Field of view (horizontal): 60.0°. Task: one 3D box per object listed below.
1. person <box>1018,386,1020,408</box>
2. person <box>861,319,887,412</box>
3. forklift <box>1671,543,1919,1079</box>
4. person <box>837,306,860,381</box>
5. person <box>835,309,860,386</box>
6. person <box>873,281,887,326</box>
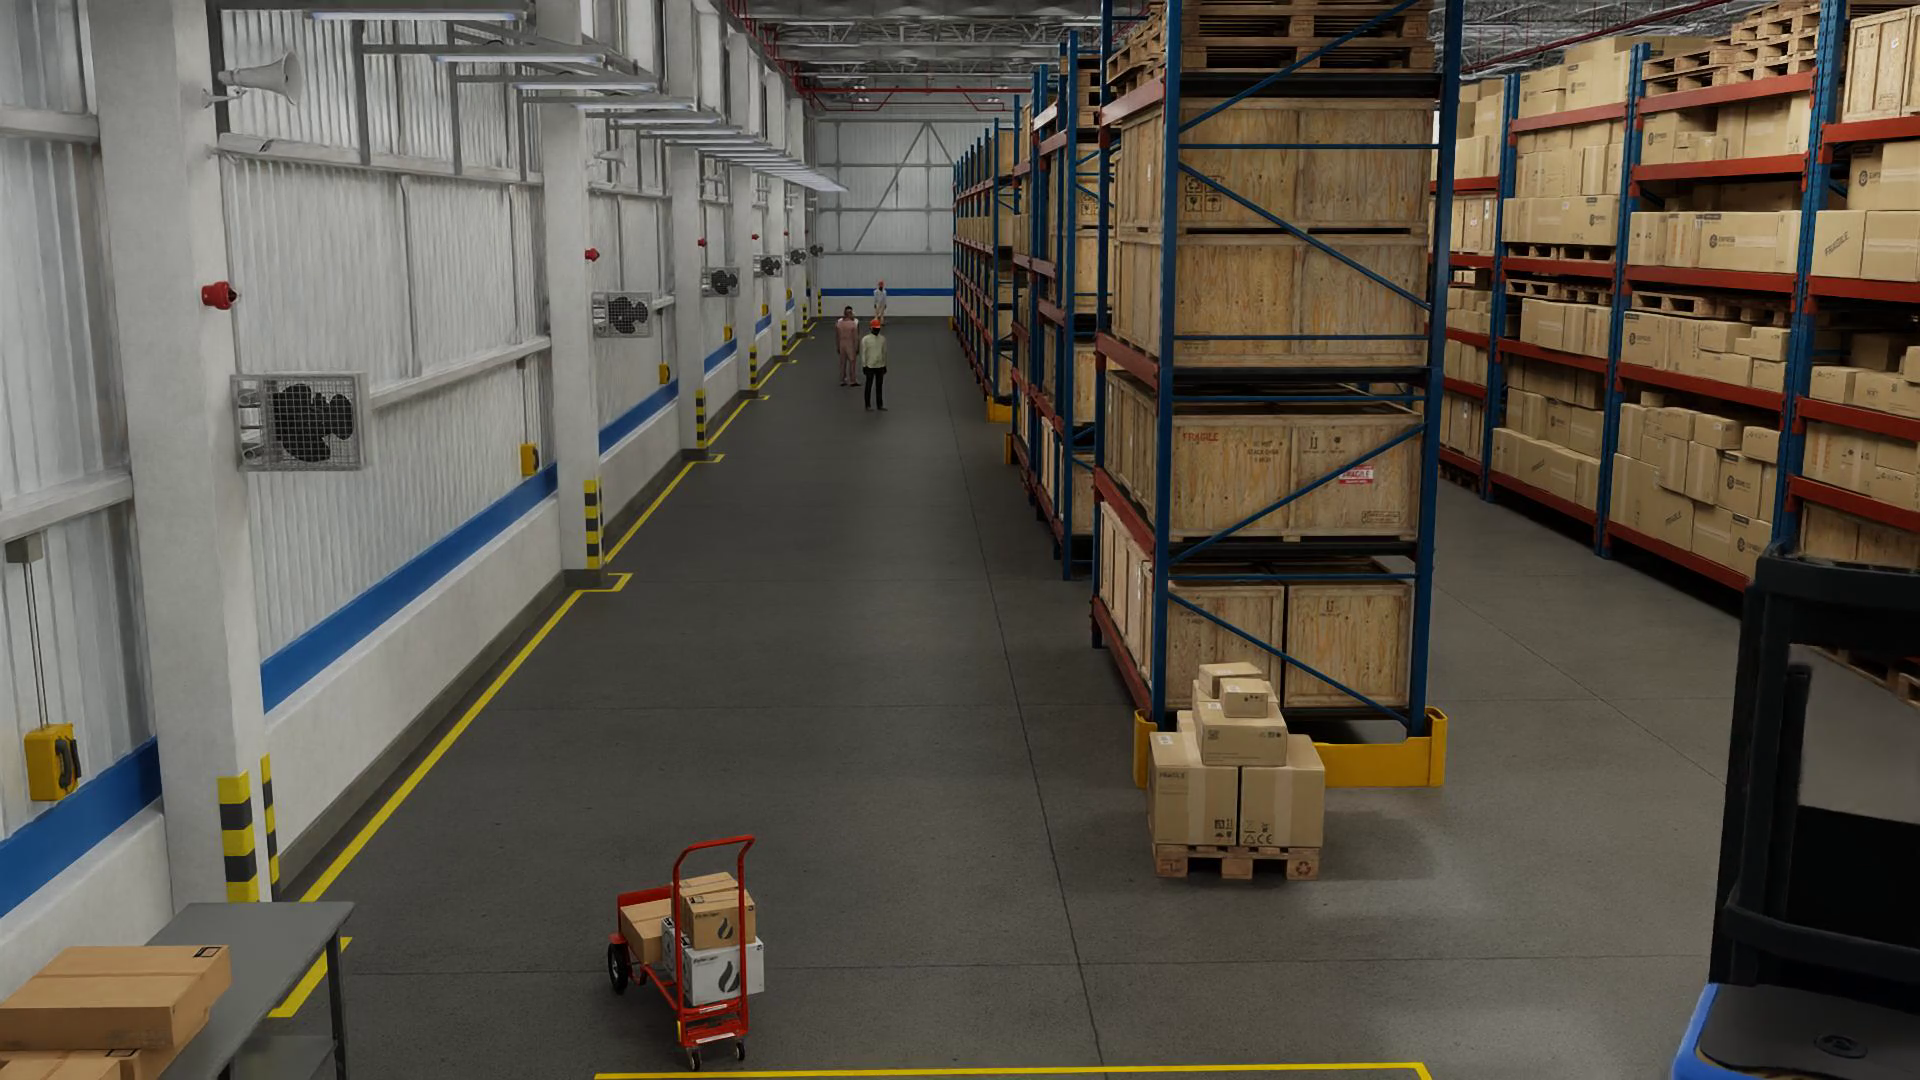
[{"bbox_3d":[1.277,-2.436,29.231,0.624,1.845,0.430,9,14,39],"label":"person"},{"bbox_3d":[-1.826,-3.745,35.671,0.618,1.985,0.404,-7,13,-34],"label":"person"},{"bbox_3d":[3.453,1.437,6.371,1.129,2.768,1.873,7,13,31],"label":"forklift"},{"bbox_3d":[-2.846,-5.017,42.478,0.589,1.913,0.398,-5,12,-23],"label":"person"},{"bbox_3d":[-2.760,-4.747,41.097,0.642,1.905,0.399,5,12,26],"label":"person"},{"bbox_3d":[-3.073,-9.128,64.305,0.565,1.744,0.354,-7,13,-31],"label":"person"}]
